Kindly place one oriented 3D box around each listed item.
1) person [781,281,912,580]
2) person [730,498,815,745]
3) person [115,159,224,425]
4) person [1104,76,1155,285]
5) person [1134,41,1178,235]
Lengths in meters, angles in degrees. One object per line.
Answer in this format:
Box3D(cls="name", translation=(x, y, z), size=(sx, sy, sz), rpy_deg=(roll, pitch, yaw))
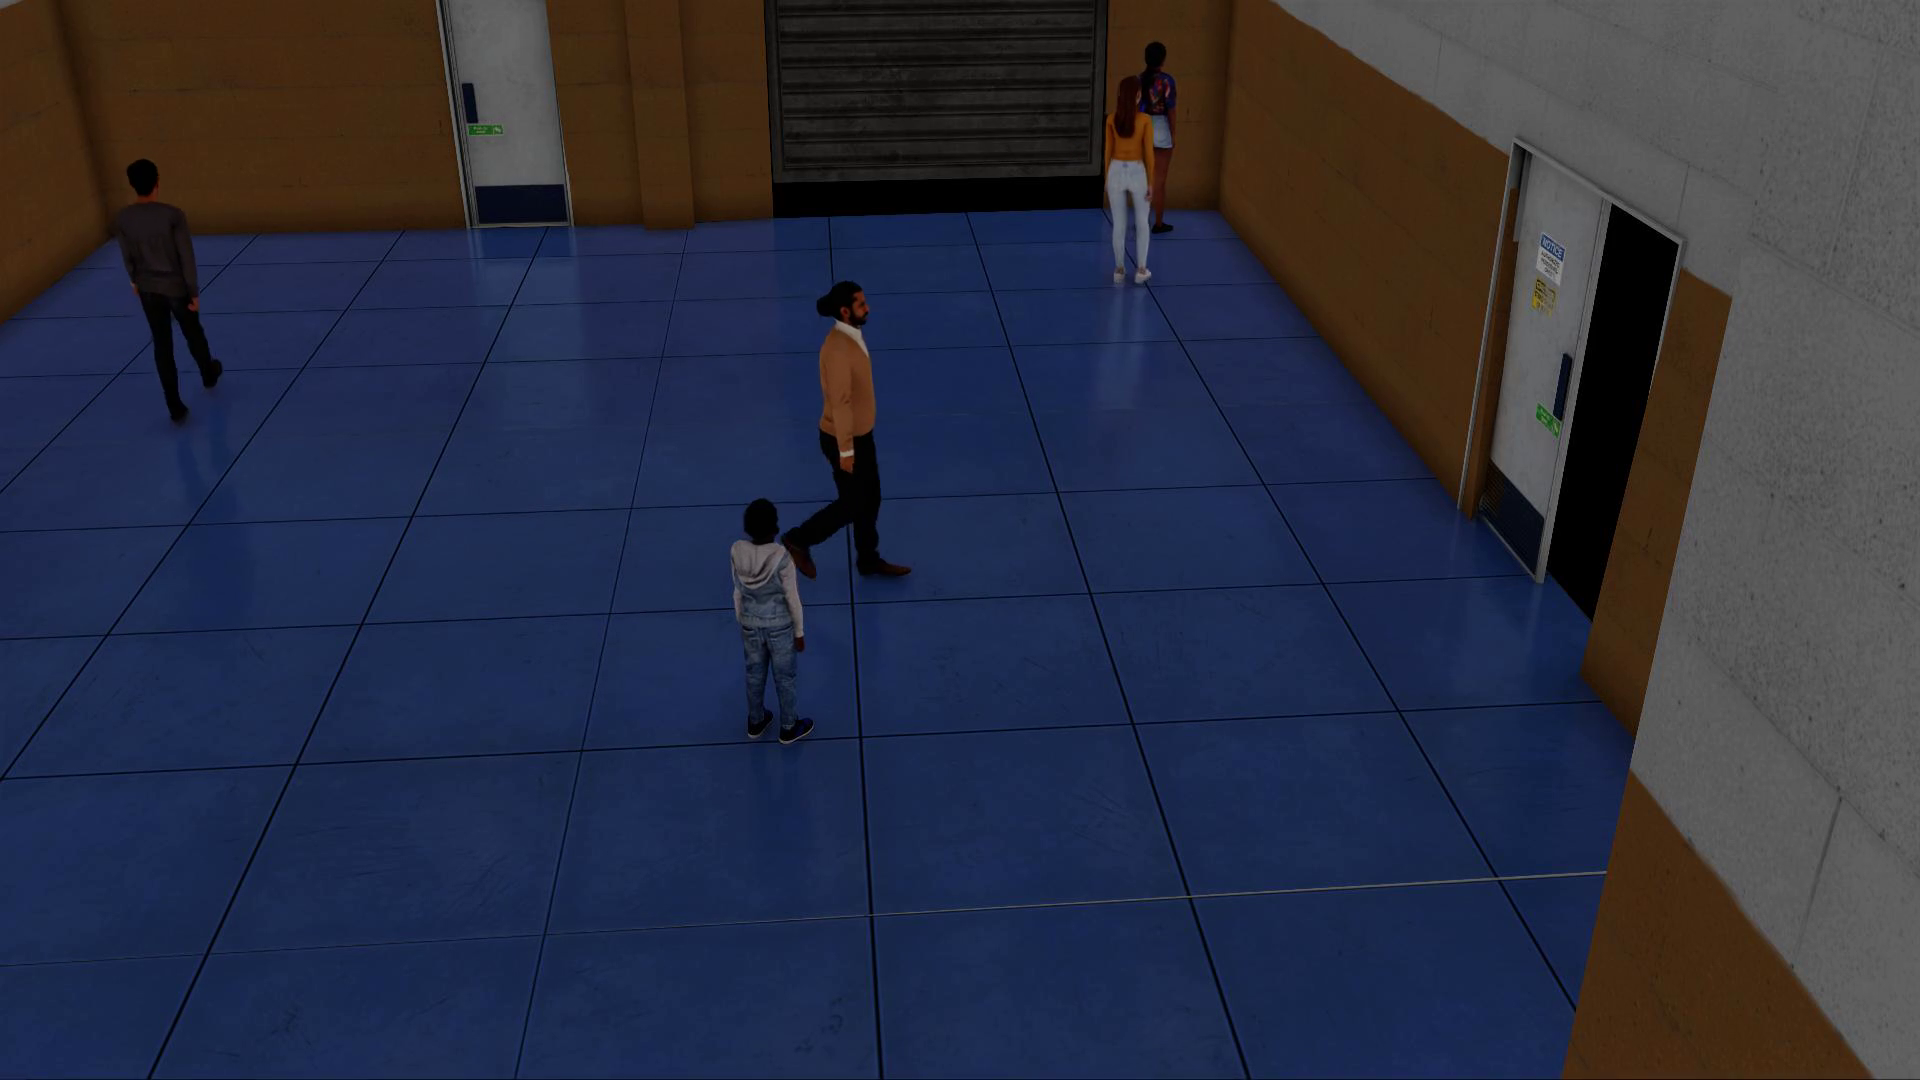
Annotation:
Box3D(cls="person", translation=(-0.672, -0.557, 9.089), size=(1.011, 1.743, 0.782), rpy_deg=(3, 27, 5))
Box3D(cls="person", translation=(-0.904, 0.376, 7.790), size=(0.534, 1.260, 0.621), rpy_deg=(10, 29, 19))
Box3D(cls="person", translation=(-5.396, -1.631, 11.230), size=(1.034, 1.728, 0.788), rpy_deg=(10, 29, 20))
Box3D(cls="person", translation=(1.386, -2.969, 13.847), size=(0.657, 1.747, 0.745), rpy_deg=(6, 28, 12))
Box3D(cls="person", translation=(1.779, -3.695, 15.283), size=(0.648, 1.744, 0.725), rpy_deg=(18, 32, 31))
